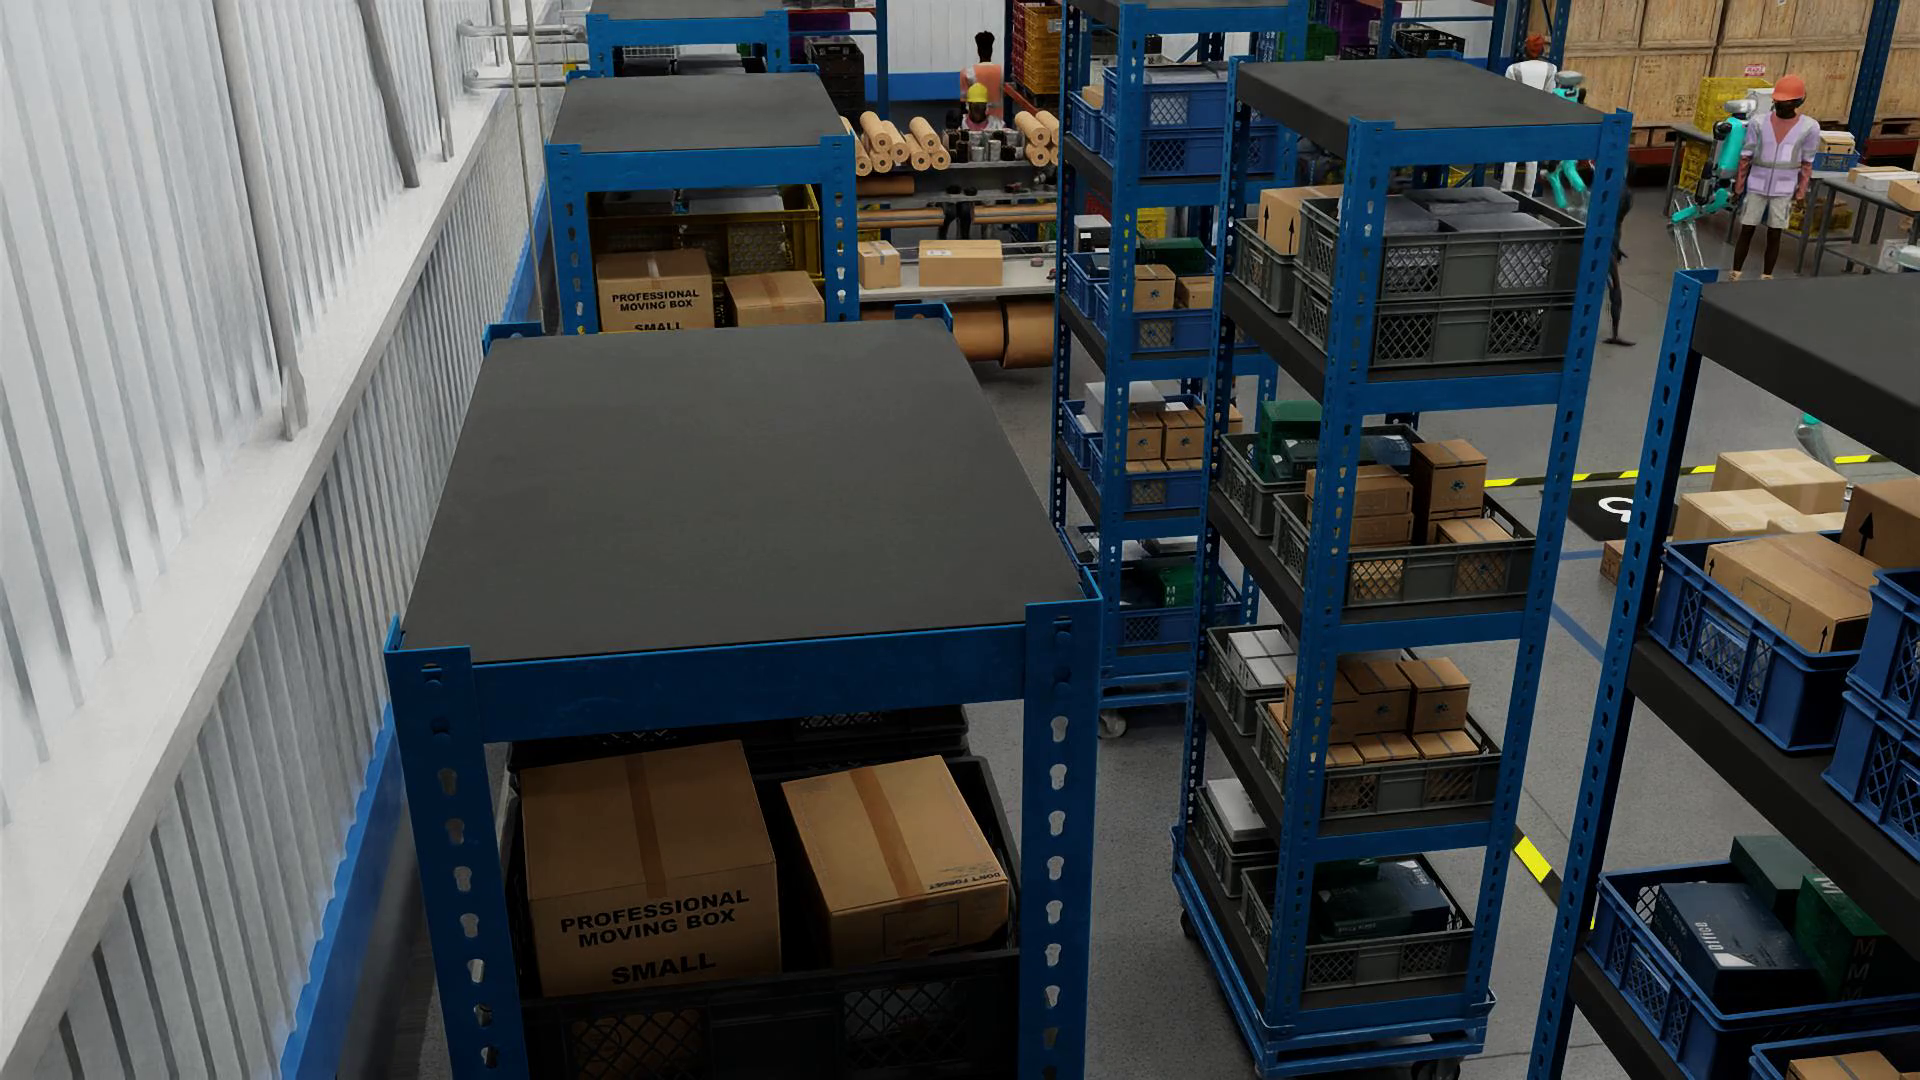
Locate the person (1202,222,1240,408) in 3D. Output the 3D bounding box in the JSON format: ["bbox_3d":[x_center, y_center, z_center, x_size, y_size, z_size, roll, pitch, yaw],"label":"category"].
[{"bbox_3d":[1.693,-1.207,11.028,0.396,1.850,0.597,-4,25,-9],"label":"person"}]

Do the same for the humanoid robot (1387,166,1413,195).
[{"bbox_3d":[3.758,-2.580,14.285,0.782,1.636,0.592,-4,25,-9],"label":"humanoid robot"}]

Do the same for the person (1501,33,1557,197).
[{"bbox_3d":[6.275,-4.654,18.486,0.574,1.882,0.356,0,25,0],"label":"person"}]

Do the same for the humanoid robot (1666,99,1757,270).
[{"bbox_3d":[6.993,-3.322,15.603,0.533,1.677,0.735,-10,27,-21],"label":"humanoid robot"}]

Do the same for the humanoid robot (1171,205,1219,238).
[{"bbox_3d":[2.236,-3.441,16.079,0.612,1.655,0.307,7,26,15],"label":"humanoid robot"}]

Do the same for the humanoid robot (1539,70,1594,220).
[{"bbox_3d":[6.189,-3.731,16.792,0.547,1.899,0.717,-13,28,-27],"label":"humanoid robot"}]

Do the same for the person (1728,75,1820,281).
[{"bbox_3d":[7.357,-3.183,15.101,0.613,2.039,0.384,14,28,27],"label":"person"}]

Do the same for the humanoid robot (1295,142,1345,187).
[{"bbox_3d":[3.136,-2.876,14.890,0.585,1.629,0.707,11,27,23],"label":"humanoid robot"}]

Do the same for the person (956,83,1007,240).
[{"bbox_3d":[0.156,-3.416,15.848,0.589,1.837,0.404,0,25,0],"label":"person"}]

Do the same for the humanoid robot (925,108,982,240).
[{"bbox_3d":[-0.052,-3.194,15.552,0.601,1.653,0.315,-12,27,-25],"label":"humanoid robot"}]

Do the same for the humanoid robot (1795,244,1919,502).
[{"bbox_3d":[5.777,-1.099,10.777,0.735,1.672,0.533,15,29,29],"label":"humanoid robot"}]

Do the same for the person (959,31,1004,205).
[{"bbox_3d":[0.275,-4.527,18.112,0.608,1.962,0.367,-6,25,-13],"label":"person"}]

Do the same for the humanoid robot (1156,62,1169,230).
[{"bbox_3d":[1.942,-4.264,17.825,0.540,1.769,0.960,-11,27,-22],"label":"humanoid robot"}]

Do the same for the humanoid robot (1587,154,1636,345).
[{"bbox_3d":[5.391,-2.436,13.965,0.748,1.636,0.610,14,28,28],"label":"humanoid robot"}]
